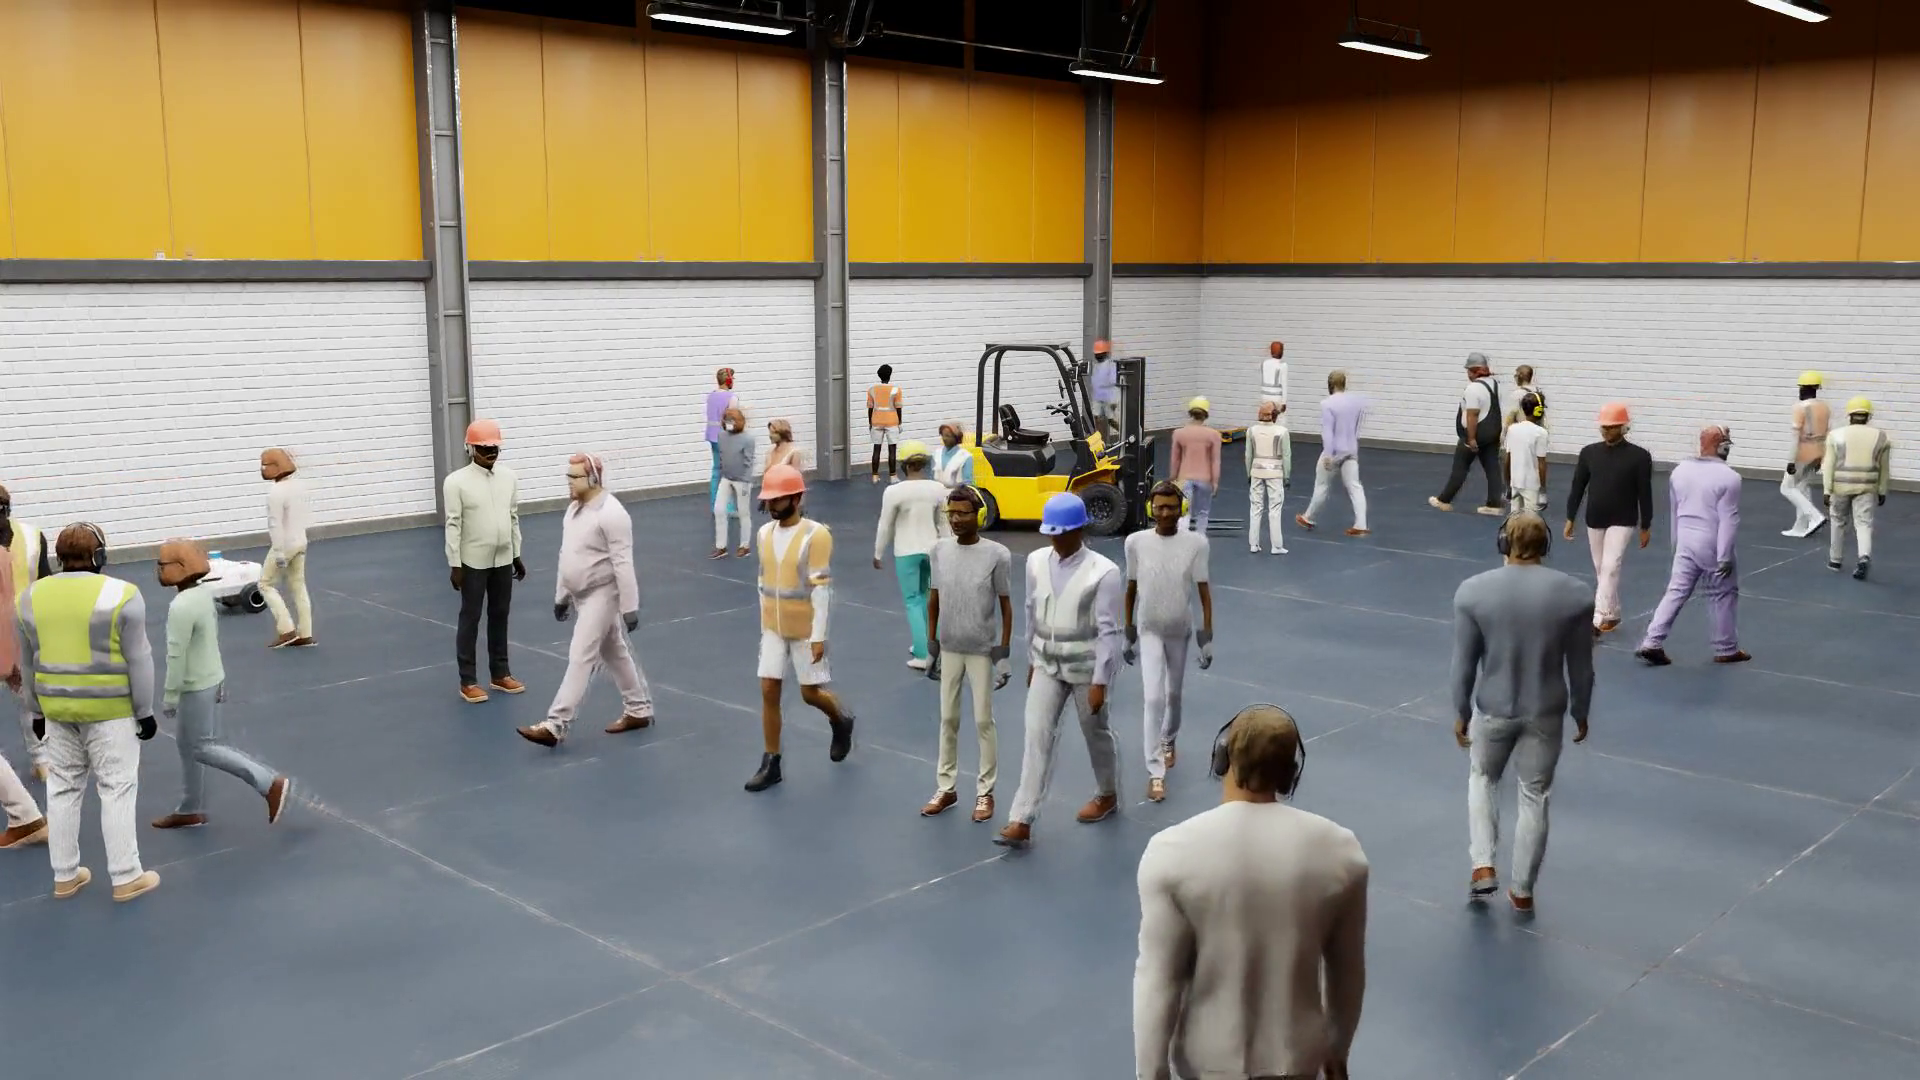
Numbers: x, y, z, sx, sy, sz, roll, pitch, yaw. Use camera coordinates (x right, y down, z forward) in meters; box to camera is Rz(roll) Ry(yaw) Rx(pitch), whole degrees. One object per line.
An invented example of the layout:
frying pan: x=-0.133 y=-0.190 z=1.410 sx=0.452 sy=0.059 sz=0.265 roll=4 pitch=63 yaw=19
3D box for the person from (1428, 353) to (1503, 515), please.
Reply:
person: x=6.351 y=-1.343 z=20.657 sx=0.688 sy=2.000 sz=0.957 roll=-7 pitch=12 yaw=-36

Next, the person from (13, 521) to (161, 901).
person: x=-4.205 y=0.825 z=8.053 sx=0.639 sy=1.832 sz=0.431 roll=1 pitch=9 yaw=6

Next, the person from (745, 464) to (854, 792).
person: x=-0.954 y=0.489 z=9.834 sx=0.552 sy=1.913 sz=0.792 roll=5 pitch=11 yaw=30

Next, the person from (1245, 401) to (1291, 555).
person: x=3.273 y=-0.656 z=17.681 sx=0.512 sy=1.639 sz=0.311 roll=6 pitch=11 yaw=35

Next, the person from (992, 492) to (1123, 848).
person: x=0.573 y=0.670 z=8.810 sx=0.619 sy=1.878 sz=1.048 roll=6 pitch=11 yaw=34

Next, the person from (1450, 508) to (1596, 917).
person: x=2.642 y=0.809 z=7.844 sx=0.647 sy=1.924 sz=0.444 roll=3 pitch=10 yaw=16

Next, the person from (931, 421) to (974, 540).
person: x=-0.087 y=-0.301 z=15.526 sx=0.544 sy=1.624 sz=0.367 roll=8 pitch=12 yaw=41

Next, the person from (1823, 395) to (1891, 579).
person: x=8.838 y=-0.528 z=16.403 sx=0.602 sy=1.802 sz=0.853 roll=3 pitch=10 yaw=16

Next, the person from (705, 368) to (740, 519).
person: x=-2.880 y=-1.169 z=20.217 sx=0.388 sy=1.841 sz=0.564 roll=-8 pitch=12 yaw=-40

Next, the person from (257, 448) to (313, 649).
person: x=-5.411 y=0.072 z=13.289 sx=0.432 sy=1.619 sz=0.499 roll=1 pitch=9 yaw=7

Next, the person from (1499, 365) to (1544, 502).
person: x=7.139 y=-1.332 z=21.302 sx=0.524 sy=1.801 sz=0.927 roll=-8 pitch=12 yaw=-39

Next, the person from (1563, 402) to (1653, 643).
person: x=5.247 y=-0.144 z=13.586 sx=1.005 sy=1.943 sz=0.628 roll=-8 pitch=12 yaw=-42

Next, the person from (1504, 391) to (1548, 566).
person: x=5.428 y=-0.486 z=15.925 sx=0.331 sy=1.872 sz=0.513 roll=-5 pitch=10 yaw=-26

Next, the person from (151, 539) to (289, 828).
person: x=-4.018 y=0.784 z=8.943 sx=0.709 sy=1.608 sz=0.511 roll=-2 pitch=9 yaw=-10

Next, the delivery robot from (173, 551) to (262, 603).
delivery robot: x=-6.523 y=0.341 z=14.589 sx=0.477 sy=0.478 sz=0.707 roll=8 pitch=12 yaw=39

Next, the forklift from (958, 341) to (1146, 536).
forklift: x=0.977 y=-1.223 z=19.452 sx=2.313 sy=2.155 sz=1.214 roll=2 pitch=9 yaw=11

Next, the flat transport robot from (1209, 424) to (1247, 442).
flat transport robot: x=4.607 y=-1.891 z=29.430 sx=0.652 sy=0.197 sz=1.431 roll=4 pitch=10 yaw=25

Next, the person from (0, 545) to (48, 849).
person: x=-5.188 y=0.659 z=8.696 sx=0.753 sy=1.958 sz=0.635 roll=-1 pitch=9 yaw=-6

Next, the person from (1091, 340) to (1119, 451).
person: x=2.410 y=-2.337 z=27.247 sx=0.906 sy=1.895 sz=0.590 roll=-8 pitch=12 yaw=-40

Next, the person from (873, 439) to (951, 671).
person: x=-0.390 y=0.101 z=12.725 sx=0.545 sy=1.739 sz=0.720 roll=-6 pitch=11 yaw=-31

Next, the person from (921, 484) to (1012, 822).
person: x=0.042 y=0.618 z=9.158 sx=0.519 sy=1.873 sz=0.335 roll=4 pitch=10 yaw=23

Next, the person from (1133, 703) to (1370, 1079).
person: x=0.757 y=1.374 z=4.484 sx=0.672 sy=1.872 sz=0.999 roll=-1 pitch=9 yaw=-4

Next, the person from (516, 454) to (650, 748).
person: x=-2.420 y=0.382 z=10.622 sx=0.997 sy=1.855 sz=0.674 roll=-7 pitch=11 yaw=-36

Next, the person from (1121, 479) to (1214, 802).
person: x=1.225 y=0.533 z=9.815 sx=0.533 sy=1.833 sz=0.951 roll=1 pitch=9 yaw=5

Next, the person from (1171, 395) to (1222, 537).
person: x=2.426 y=-0.624 z=17.176 sx=0.532 sy=1.732 sz=0.799 roll=2 pitch=10 yaw=15

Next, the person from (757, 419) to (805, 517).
person: x=-1.697 y=-0.328 z=15.733 sx=0.538 sy=1.623 sz=0.531 roll=-6 pitch=11 yaw=-34

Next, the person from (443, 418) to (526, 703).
person: x=-3.334 y=0.134 z=11.741 sx=0.397 sy=1.992 sz=0.622 roll=7 pitch=12 yaw=36

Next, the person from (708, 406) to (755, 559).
person: x=-2.389 y=-0.591 z=17.331 sx=0.529 sy=1.613 sz=0.597 roll=5 pitch=11 yaw=29

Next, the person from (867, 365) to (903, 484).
person: x=-1.057 y=-1.629 z=23.484 sx=0.535 sy=1.693 sz=0.317 roll=3 pitch=10 yaw=19

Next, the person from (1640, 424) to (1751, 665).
person: x=5.653 y=0.044 z=12.702 sx=0.969 sy=1.867 sz=0.656 roll=-4 pitch=10 yaw=-24

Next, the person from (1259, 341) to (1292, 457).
person: x=5.065 y=-2.251 z=26.725 sx=0.461 sy=1.877 sz=0.595 roll=-8 pitch=12 yaw=-42

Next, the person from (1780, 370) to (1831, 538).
person: x=9.499 y=-0.945 z=18.618 sx=0.602 sy=1.907 sz=0.487 roll=-5 pitch=11 yaw=-29

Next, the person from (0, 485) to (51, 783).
person: x=-5.584 y=0.563 z=9.658 sx=0.433 sy=1.828 sz=0.631 roll=8 pitch=12 yaw=41

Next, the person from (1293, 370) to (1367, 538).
person: x=4.287 y=-0.986 z=18.964 sx=0.665 sy=1.877 sz=1.022 roll=-6 pitch=11 yaw=-31
